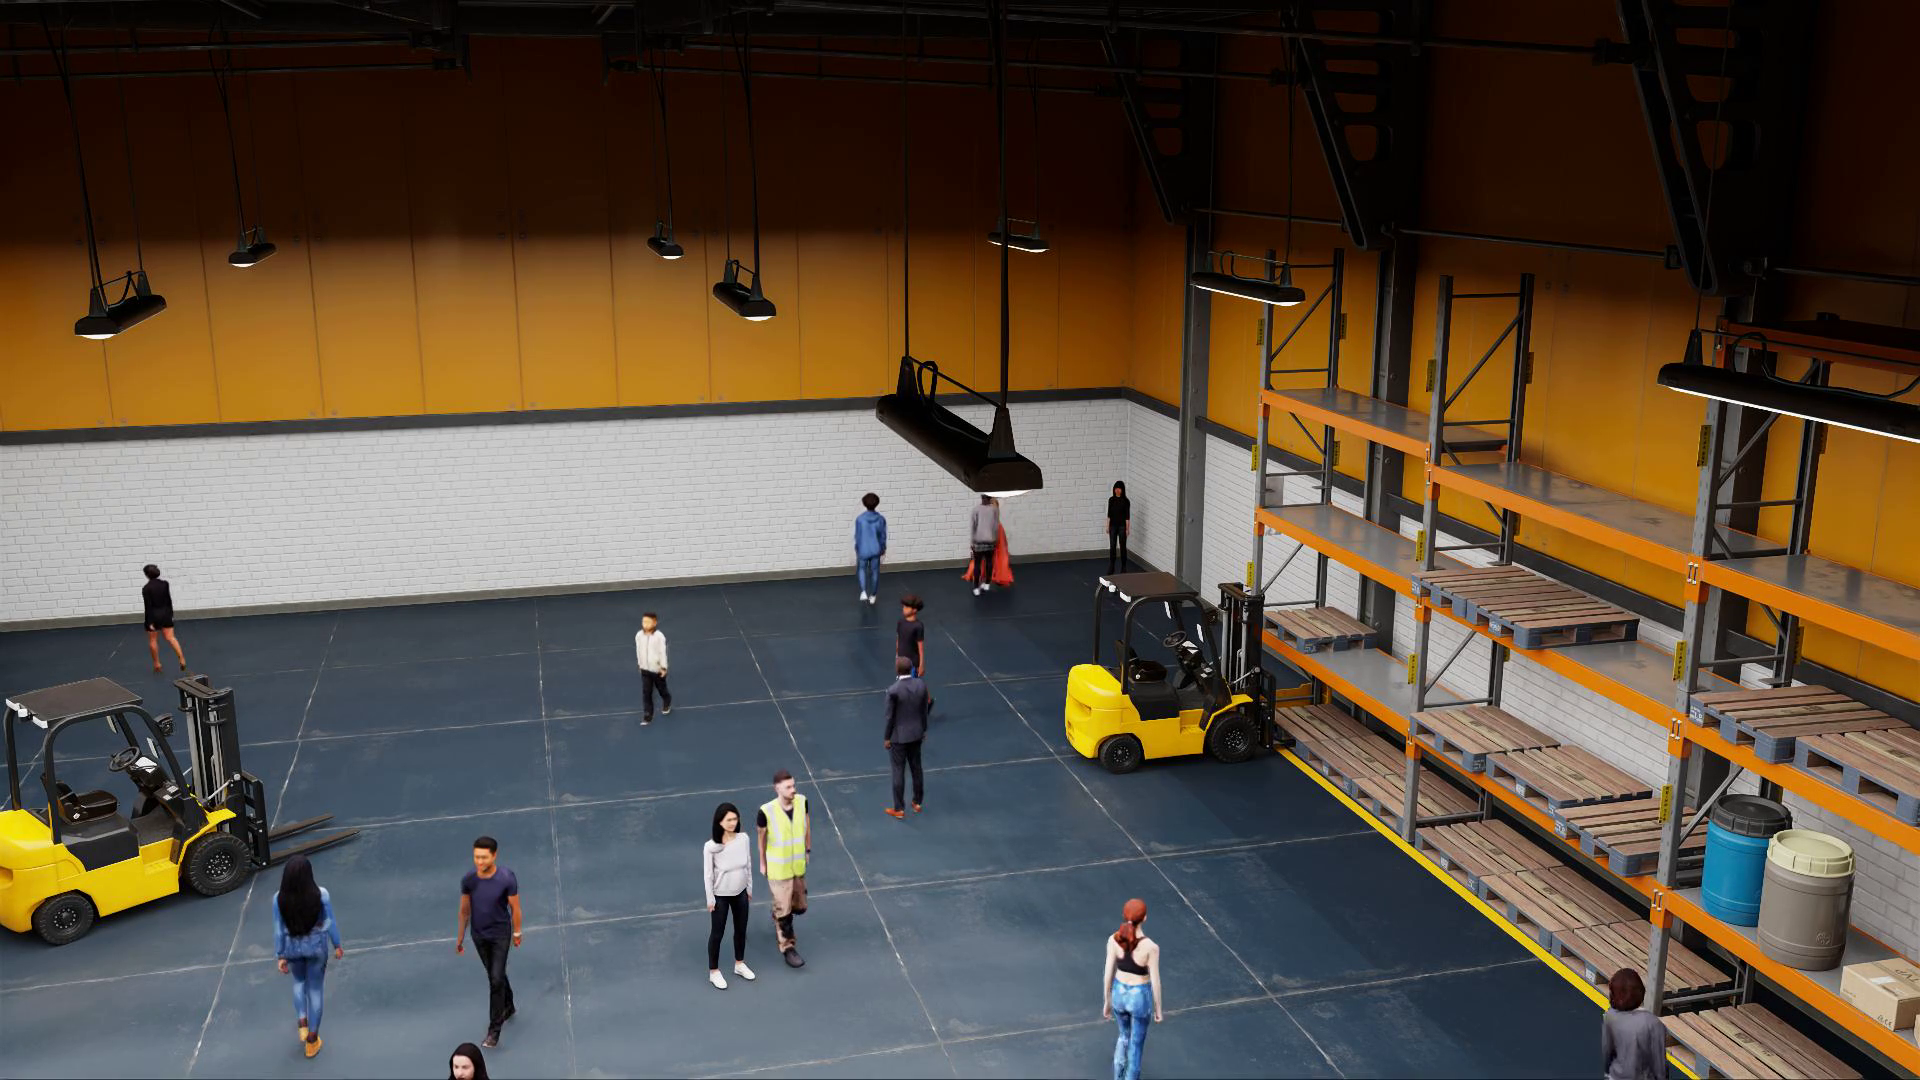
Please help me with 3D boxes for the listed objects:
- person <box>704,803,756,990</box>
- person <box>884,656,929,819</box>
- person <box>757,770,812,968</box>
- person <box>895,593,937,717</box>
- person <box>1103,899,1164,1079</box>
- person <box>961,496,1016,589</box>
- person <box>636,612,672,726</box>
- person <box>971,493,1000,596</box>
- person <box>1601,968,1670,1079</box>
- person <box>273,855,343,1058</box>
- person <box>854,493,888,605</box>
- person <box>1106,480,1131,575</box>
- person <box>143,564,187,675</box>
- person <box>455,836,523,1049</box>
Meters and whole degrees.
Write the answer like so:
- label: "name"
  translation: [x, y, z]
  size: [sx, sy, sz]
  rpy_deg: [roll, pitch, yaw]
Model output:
- label: "person"
  translation: [-2.044, 3.107, 14.668]
  size: [0.680, 1.698, 0.663]
  rpy_deg: [-10, 17, -36]
- label: "person"
  translation: [-0.600, 2.155, 18.332]
  size: [0.764, 1.824, 0.703]
  rpy_deg: [-8, 16, -31]
- label: "person"
  translation: [-1.609, 2.932, 15.117]
  size: [0.909, 1.828, 1.088]
  rpy_deg: [-10, 17, -35]
- label: "person"
  translation: [-0.578, 1.523, 21.023]
  size: [0.942, 1.786, 1.039]
  rpy_deg: [-12, 18, -40]
- label: "person"
  translation: [1.258, 3.577, 12.555]
  size: [0.715, 1.779, 0.775]
  rpy_deg: [8, 16, 31]
- label: "person"
  translation: [0.634, -0.044, 27.558]
  size: [1.223, 1.757, 1.183]
  rpy_deg: [8, 16, 30]
- label: "person"
  translation: [-3.916, 1.615, 21.378]
  size: [0.835, 1.441, 1.001]
  rpy_deg: [3, 14, 11]
- label: "person"
  translation: [0.430, 0.041, 27.230]
  size: [0.654, 1.746, 0.657]
  rpy_deg: [-4, 14, -17]
- label: "person"
  translation: [4.685, 3.840, 11.535]
  size: [0.830, 1.749, 0.682]
  rpy_deg: [-5, 15, -20]
- label: "person"
  translation: [-5.313, 3.395, 13.475]
  size: [0.666, 1.700, 0.683]
  rpy_deg: [-1, 14, -5]
- label: "person"
  translation: [-1.441, 0.157, 26.635]
  size: [0.721, 1.801, 0.634]
  rpy_deg: [-2, 14, -7]
- label: "person"
  translation: [2.726, -0.227, 28.561]
  size: [0.638, 1.641, 0.680]
  rpy_deg: [6, 15, 24]
- label: "person"
  translation: [-11.020, 1.131, 22.998]
  size: [1.028, 1.619, 0.893]
  rpy_deg: [10, 17, 37]
- label: "person"
  translation: [-3.872, 3.259, 13.912]
  size: [0.916, 1.759, 1.082]
  rpy_deg: [3, 14, 13]
